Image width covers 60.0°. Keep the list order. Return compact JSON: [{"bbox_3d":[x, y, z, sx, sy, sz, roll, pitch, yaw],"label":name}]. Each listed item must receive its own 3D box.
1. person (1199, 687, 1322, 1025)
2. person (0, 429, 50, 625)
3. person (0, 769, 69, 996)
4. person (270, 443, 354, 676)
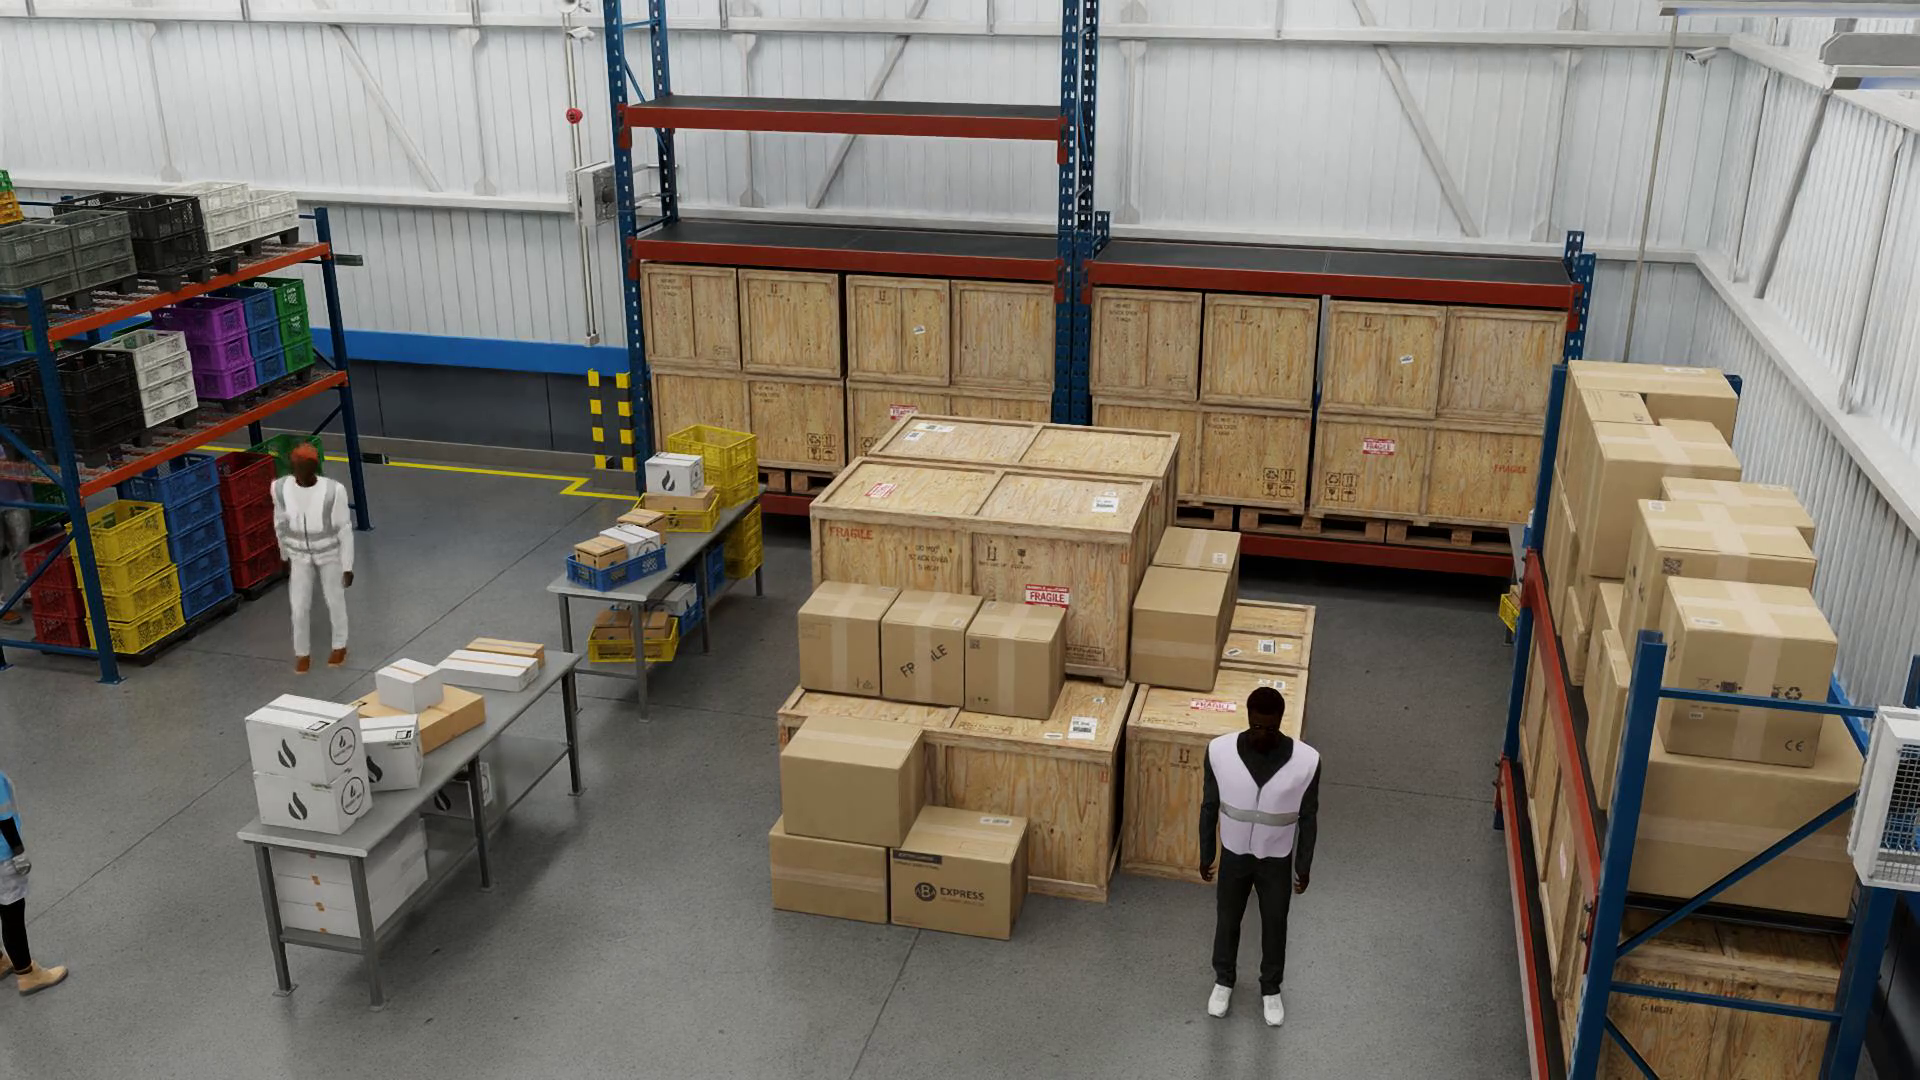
[{"bbox_3d":[1.523,1.599,8.553,0.592,1.911,0.390,5,21,12],"label":"person"},{"bbox_3d":[-7.774,-0.277,13.424,0.371,1.933,0.634,9,23,22],"label":"person"},{"bbox_3d":[-5.124,1.618,8.790,0.535,1.697,0.318,10,23,25],"label":"person"},{"bbox_3d":[-4.818,0.125,12.491,0.608,1.846,0.537,-1,21,-3],"label":"person"}]
